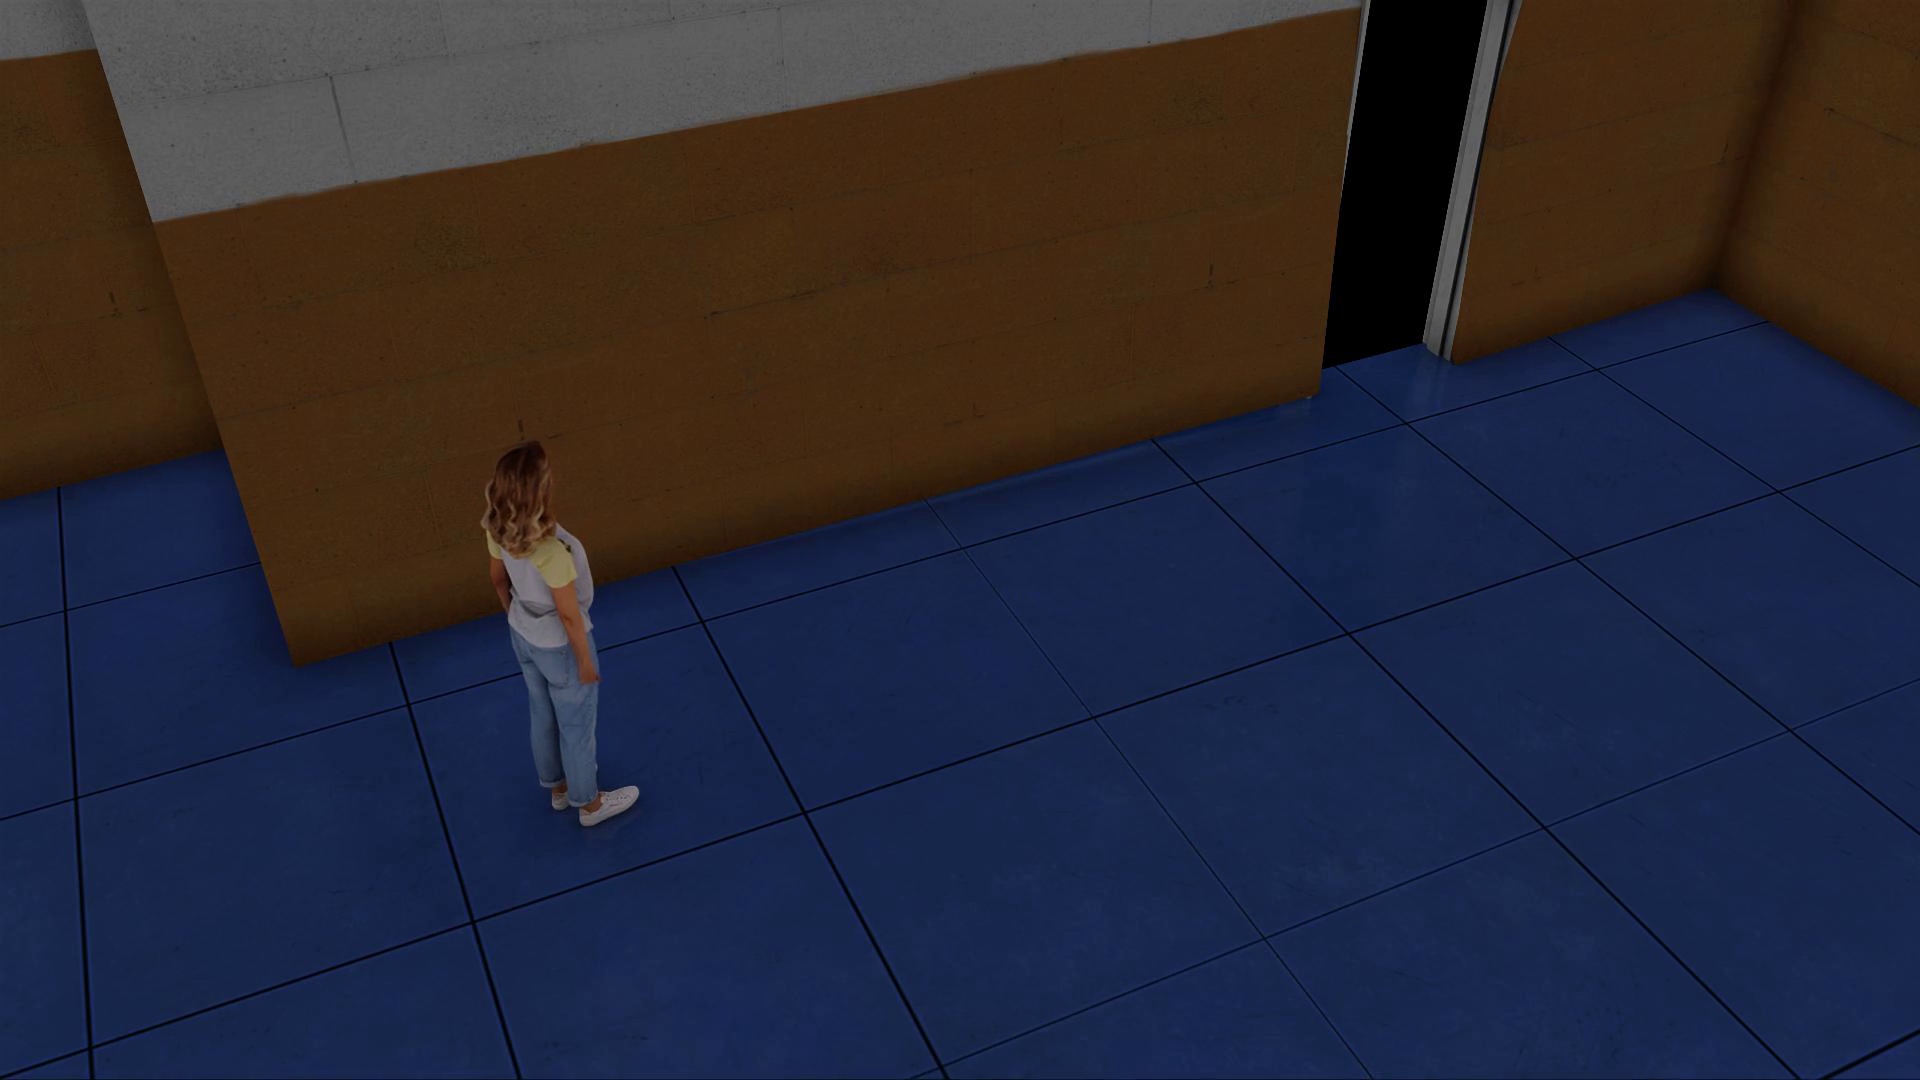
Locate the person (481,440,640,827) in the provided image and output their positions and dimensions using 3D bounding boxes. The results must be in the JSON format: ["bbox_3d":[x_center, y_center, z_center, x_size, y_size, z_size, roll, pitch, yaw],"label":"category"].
[{"bbox_3d":[-1.539,0.379,6.242,0.625,1.726,0.761,27,44,31],"label":"person"}]
